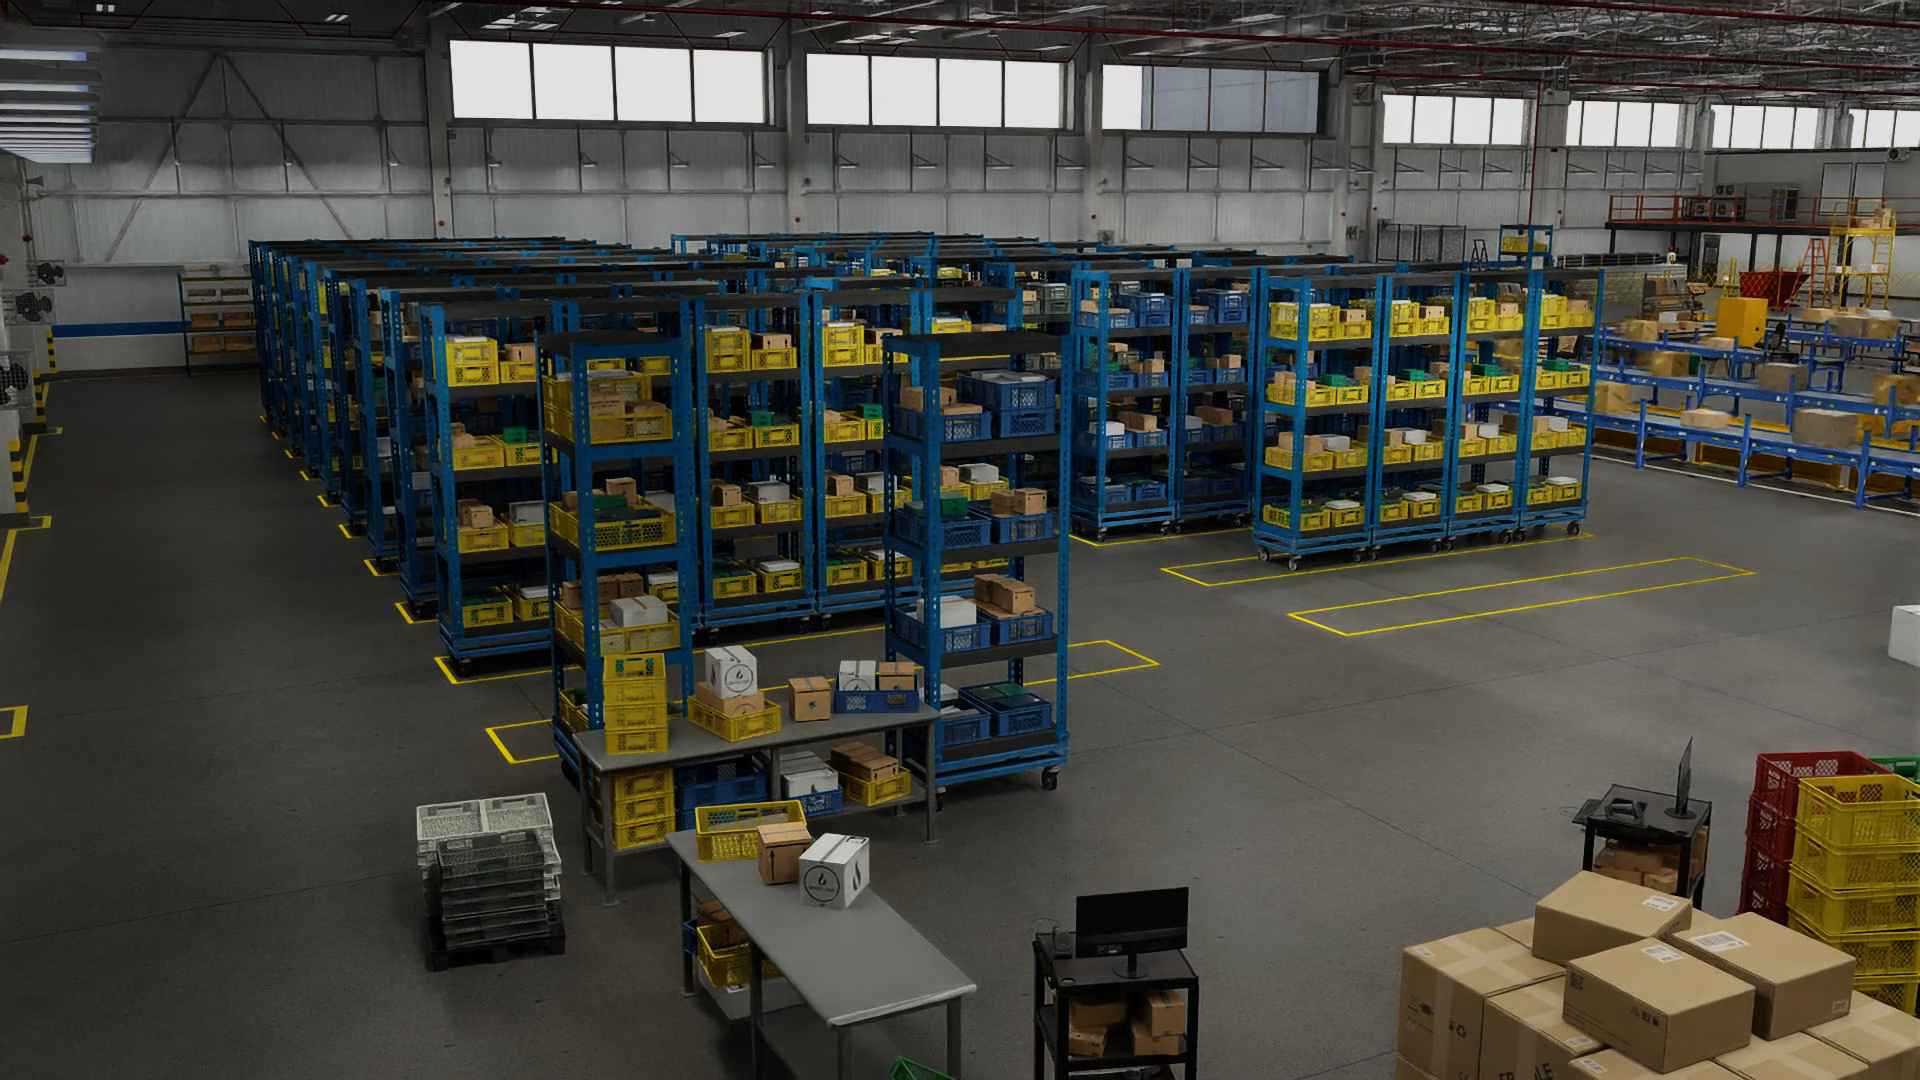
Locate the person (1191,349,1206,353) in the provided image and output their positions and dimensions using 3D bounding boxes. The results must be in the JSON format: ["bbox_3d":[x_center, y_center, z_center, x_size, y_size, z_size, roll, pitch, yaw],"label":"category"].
[{"bbox_3d":[5.353,-4.094,37.161,0.597,1.817,0.495,-6,14,-28],"label":"person"}]

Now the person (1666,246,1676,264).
[{"bbox_3d":[32.940,-12.680,77.159,0.574,1.887,0.355,-7,14,-28],"label":"person"}]
